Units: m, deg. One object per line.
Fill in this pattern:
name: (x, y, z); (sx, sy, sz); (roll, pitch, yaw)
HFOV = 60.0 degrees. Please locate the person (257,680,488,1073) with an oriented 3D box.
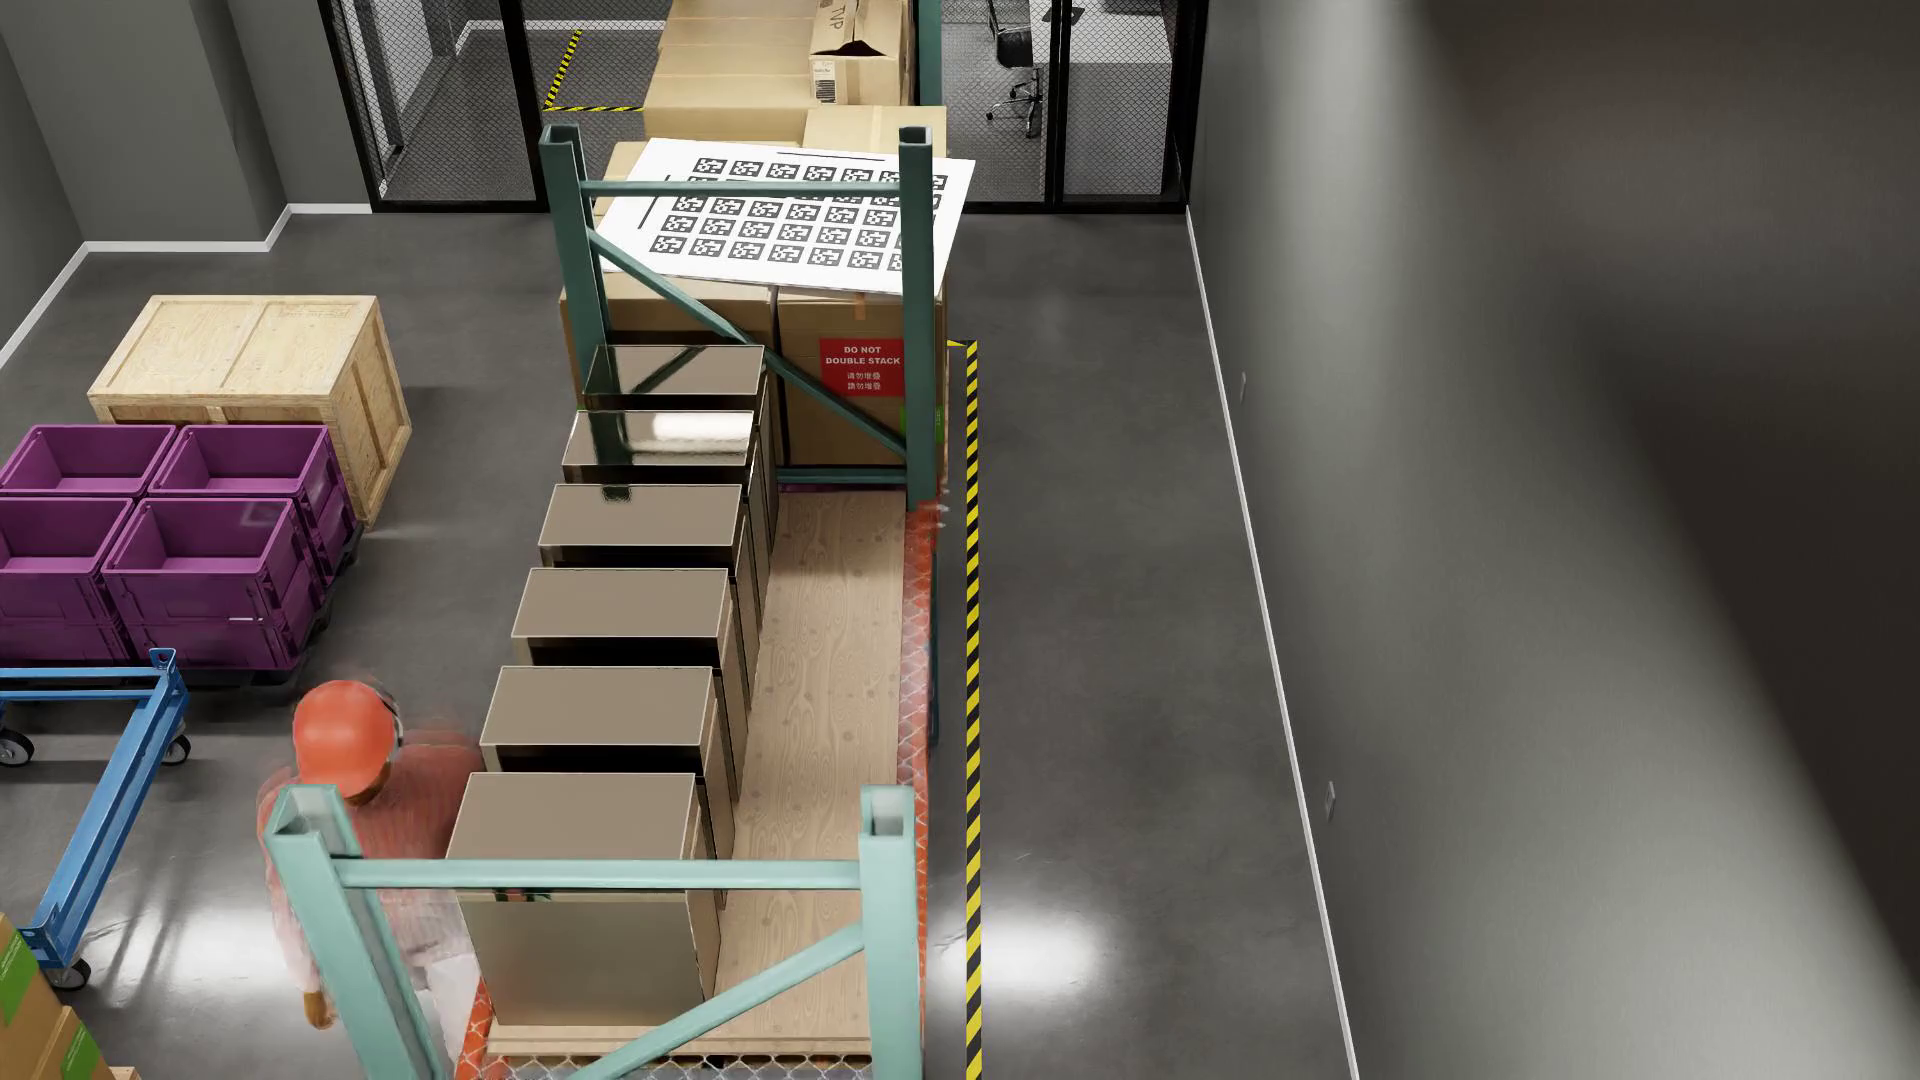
person: (-1.539, 1.080, 4.656); (0.639, 1.941, 1.047); (-8, 42, -9)
